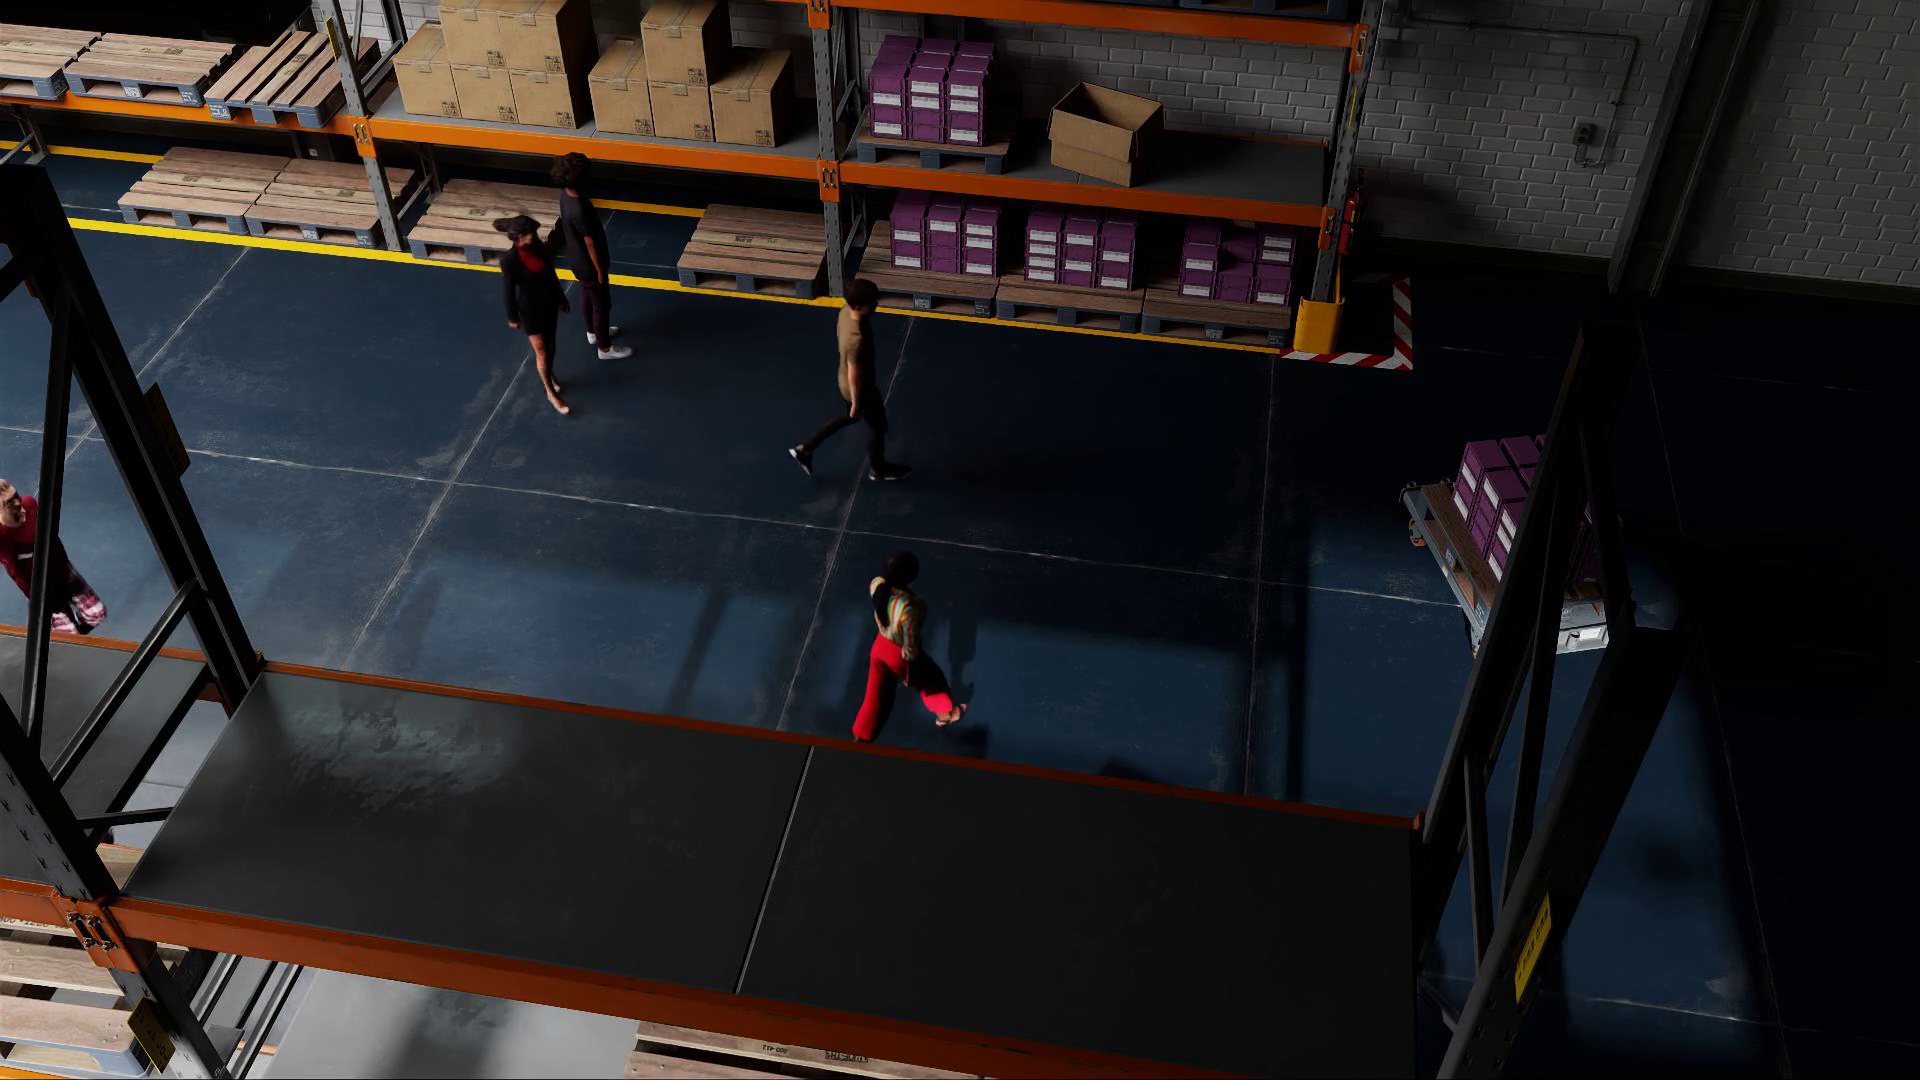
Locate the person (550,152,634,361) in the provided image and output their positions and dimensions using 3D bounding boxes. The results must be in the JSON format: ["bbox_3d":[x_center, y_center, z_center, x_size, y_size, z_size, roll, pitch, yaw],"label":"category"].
[{"bbox_3d":[-2.920,-2.237,13.056,0.763,1.784,0.720,-20,47,-20],"label":"person"}]

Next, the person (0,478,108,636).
[{"bbox_3d":[-5.835,0.241,10.528,0.681,1.685,0.661,11,45,12],"label":"person"}]

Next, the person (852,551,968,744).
[{"bbox_3d":[-0.442,0.772,9.930,1.083,1.741,1.140,-33,53,-30],"label":"person"}]

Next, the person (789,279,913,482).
[{"bbox_3d":[-0.811,-1.093,11.829,1.222,1.822,0.950,-8,44,-8],"label":"person"}]

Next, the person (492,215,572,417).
[{"bbox_3d":[-3.262,-1.775,12.691,0.879,1.619,0.779,32,52,29],"label":"person"}]
